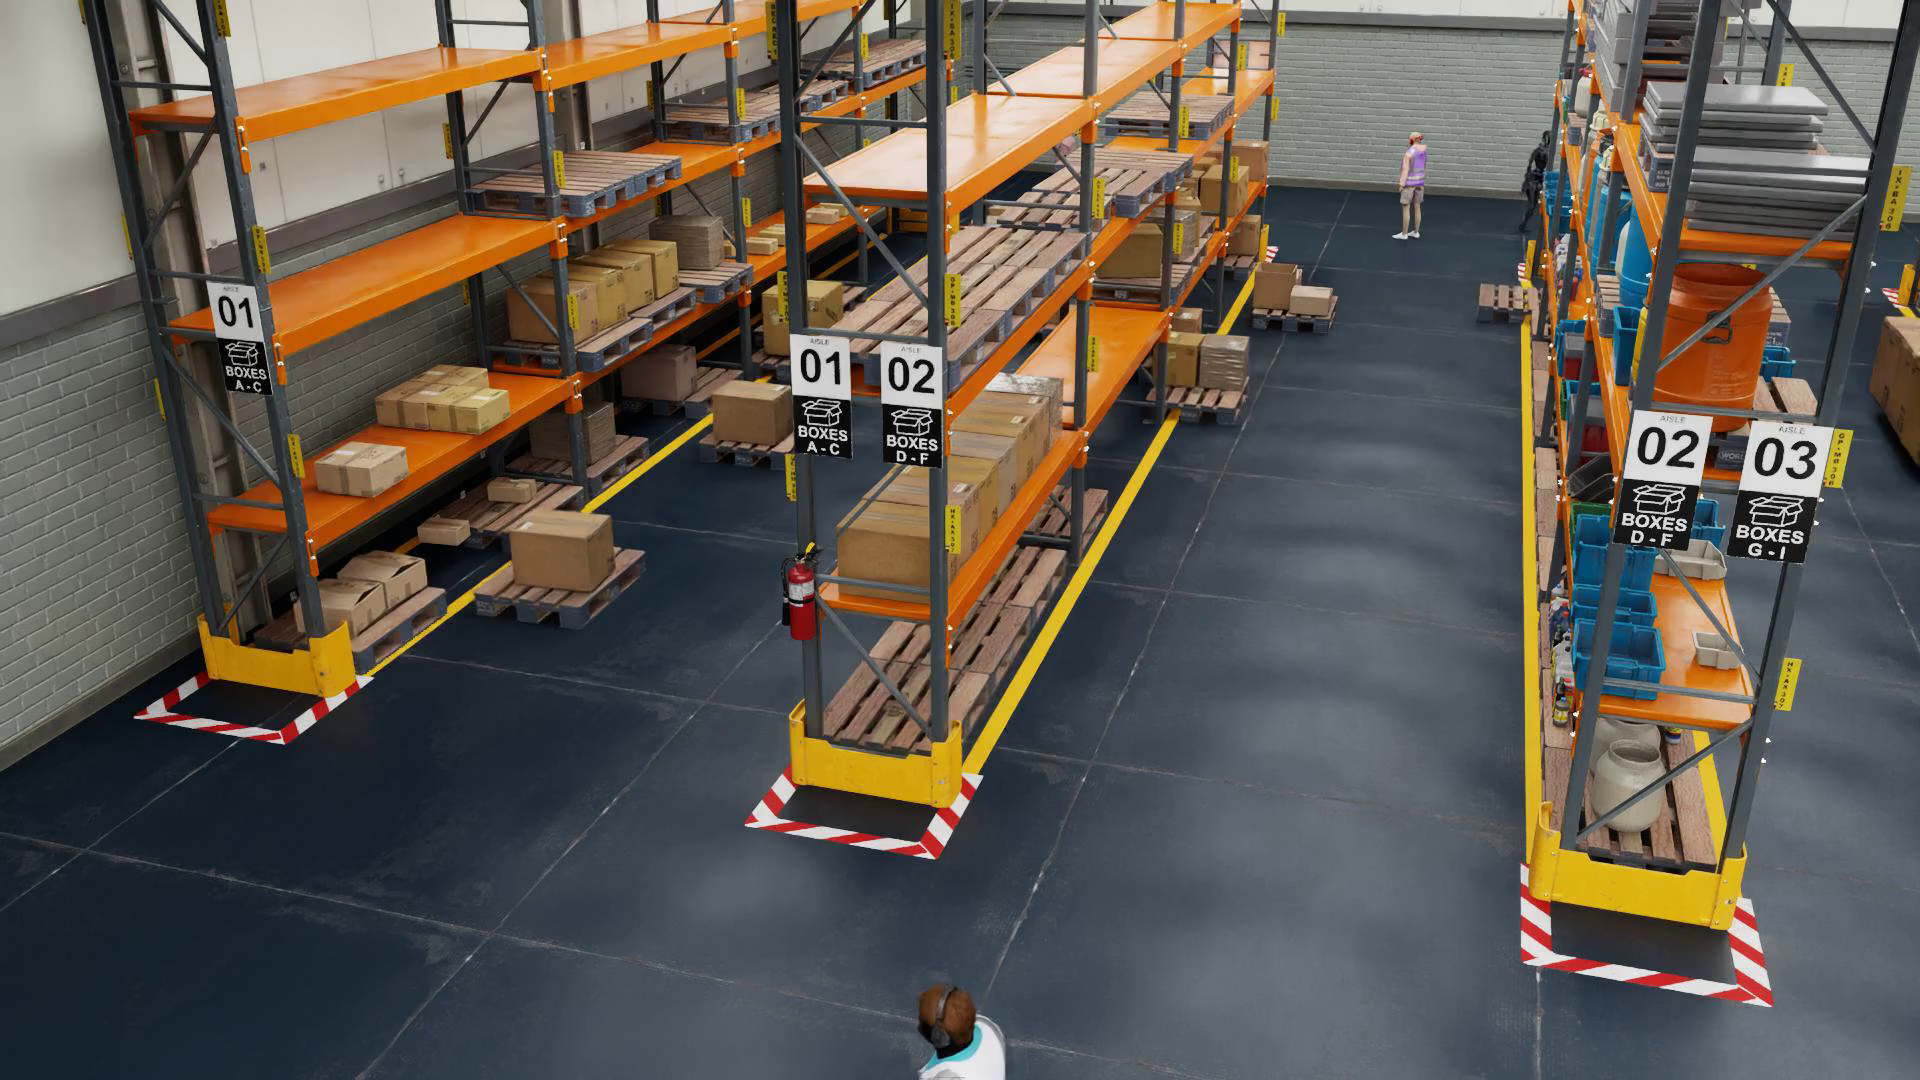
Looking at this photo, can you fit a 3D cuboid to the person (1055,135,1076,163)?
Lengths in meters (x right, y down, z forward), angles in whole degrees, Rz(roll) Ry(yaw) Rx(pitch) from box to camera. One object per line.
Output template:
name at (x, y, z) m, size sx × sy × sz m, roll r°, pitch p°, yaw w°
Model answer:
person at (1.701, -5.926, 26.978) m, size 0.329 × 1.800 × 0.540 m, roll 9°, pitch 25°, yaw 20°

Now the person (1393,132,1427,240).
person at (7.180, -5.622, 26.421) m, size 0.489 × 1.688 × 0.352 m, roll -14°, pitch 27°, yaw -29°

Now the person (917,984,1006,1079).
person at (0.001, 2.655, 7.101) m, size 0.956 × 1.797 × 0.650 m, roll 9°, pitch 25°, yaw 21°

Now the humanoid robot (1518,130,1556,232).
humanoid robot at (9.291, -5.792, 26.839) m, size 0.602 × 1.642 × 0.440 m, roll -13°, pitch 26°, yaw -27°
